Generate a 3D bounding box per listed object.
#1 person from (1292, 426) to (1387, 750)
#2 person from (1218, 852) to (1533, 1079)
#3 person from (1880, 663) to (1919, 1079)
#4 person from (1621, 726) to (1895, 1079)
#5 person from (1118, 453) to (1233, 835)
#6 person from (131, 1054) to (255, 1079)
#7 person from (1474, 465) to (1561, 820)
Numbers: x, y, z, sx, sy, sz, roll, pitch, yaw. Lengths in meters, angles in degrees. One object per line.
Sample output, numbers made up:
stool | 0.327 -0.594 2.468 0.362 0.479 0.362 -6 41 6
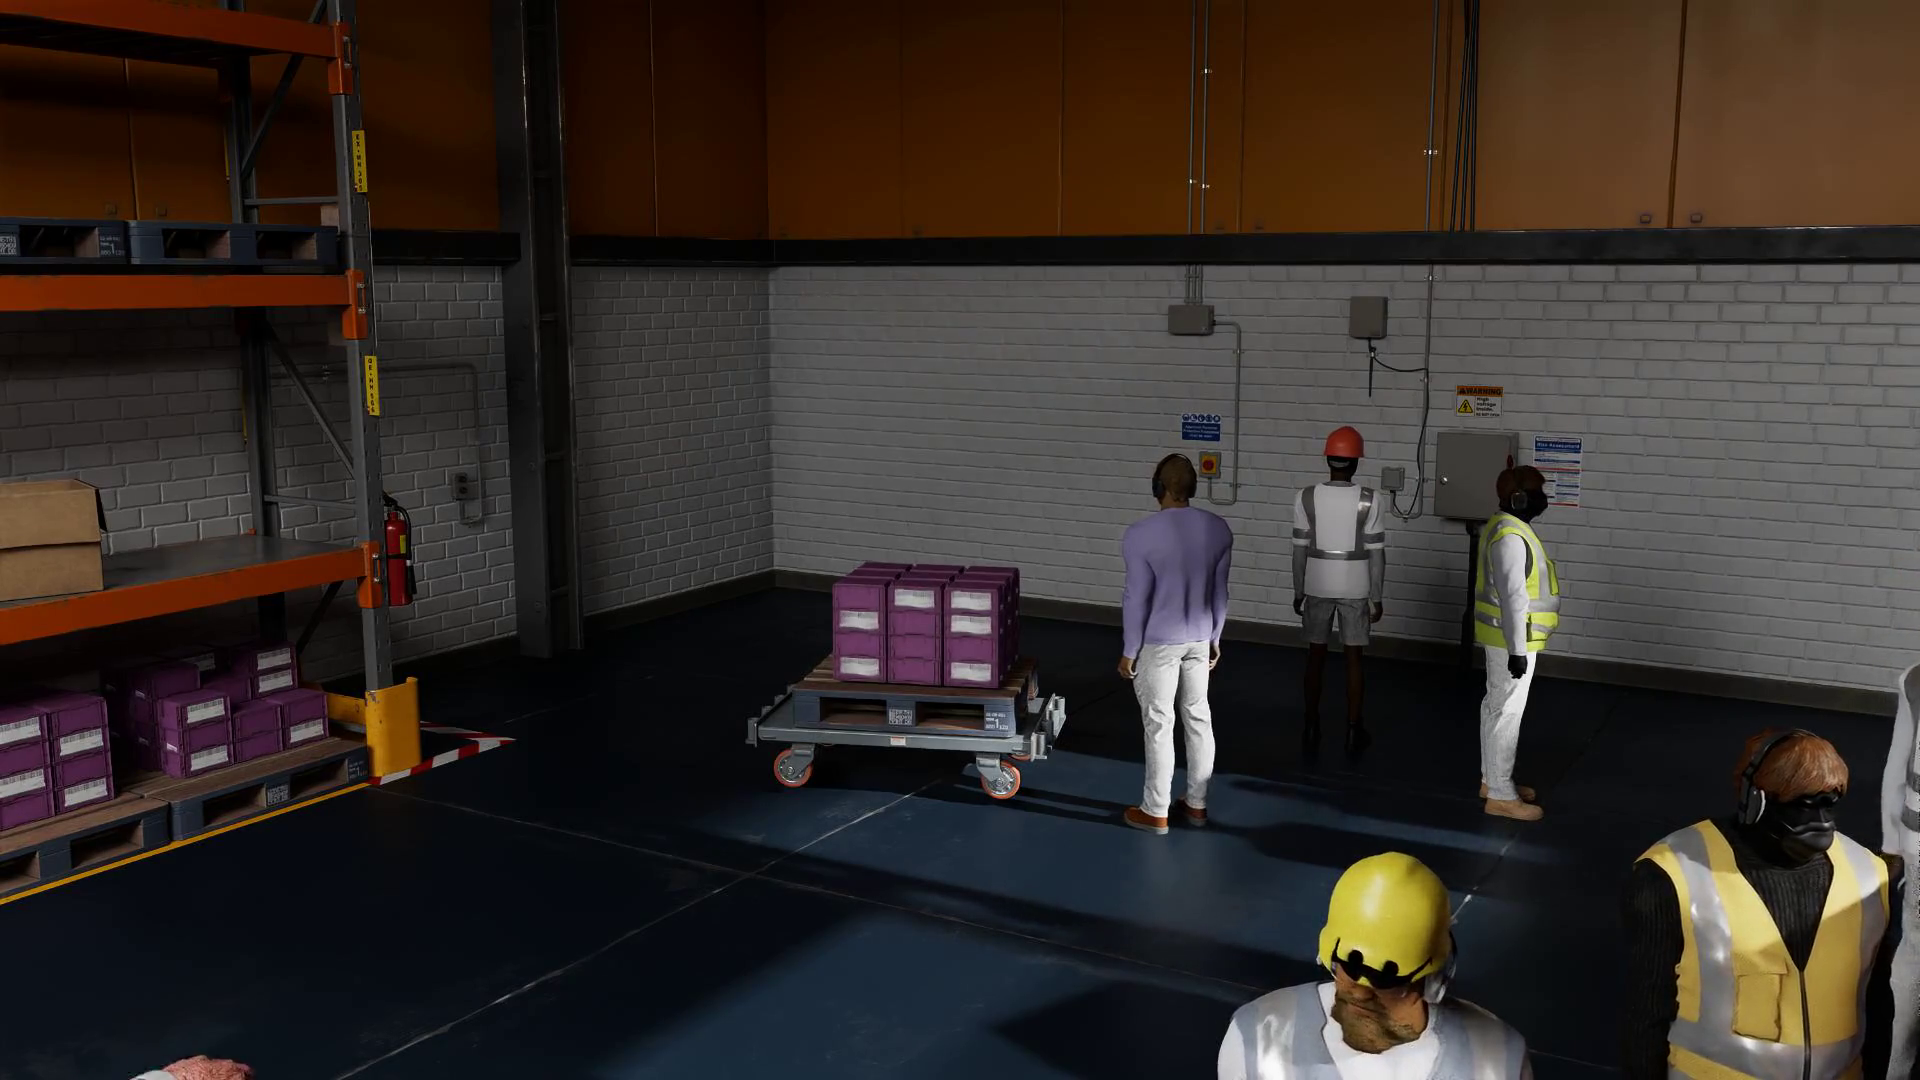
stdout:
person | 2.263 0.288 9.944 0.551 1.937 0.357 3 10 21
person | 0.750 1.444 3.073 0.590 1.827 0.404 1 9 5
person | 3.290 1.049 5.419 0.391 1.872 0.597 -3 10 -19
person | 1.835 1.320 3.839 0.625 1.836 0.428 0 9 -1
person | 1.084 0.528 8.457 0.640 1.939 0.360 -5 10 -28
person | -0.927 1.558 2.196 0.670 1.869 0.893 6 11 33
person | 2.924 0.525 8.757 0.429 1.847 0.627 2 9 14
